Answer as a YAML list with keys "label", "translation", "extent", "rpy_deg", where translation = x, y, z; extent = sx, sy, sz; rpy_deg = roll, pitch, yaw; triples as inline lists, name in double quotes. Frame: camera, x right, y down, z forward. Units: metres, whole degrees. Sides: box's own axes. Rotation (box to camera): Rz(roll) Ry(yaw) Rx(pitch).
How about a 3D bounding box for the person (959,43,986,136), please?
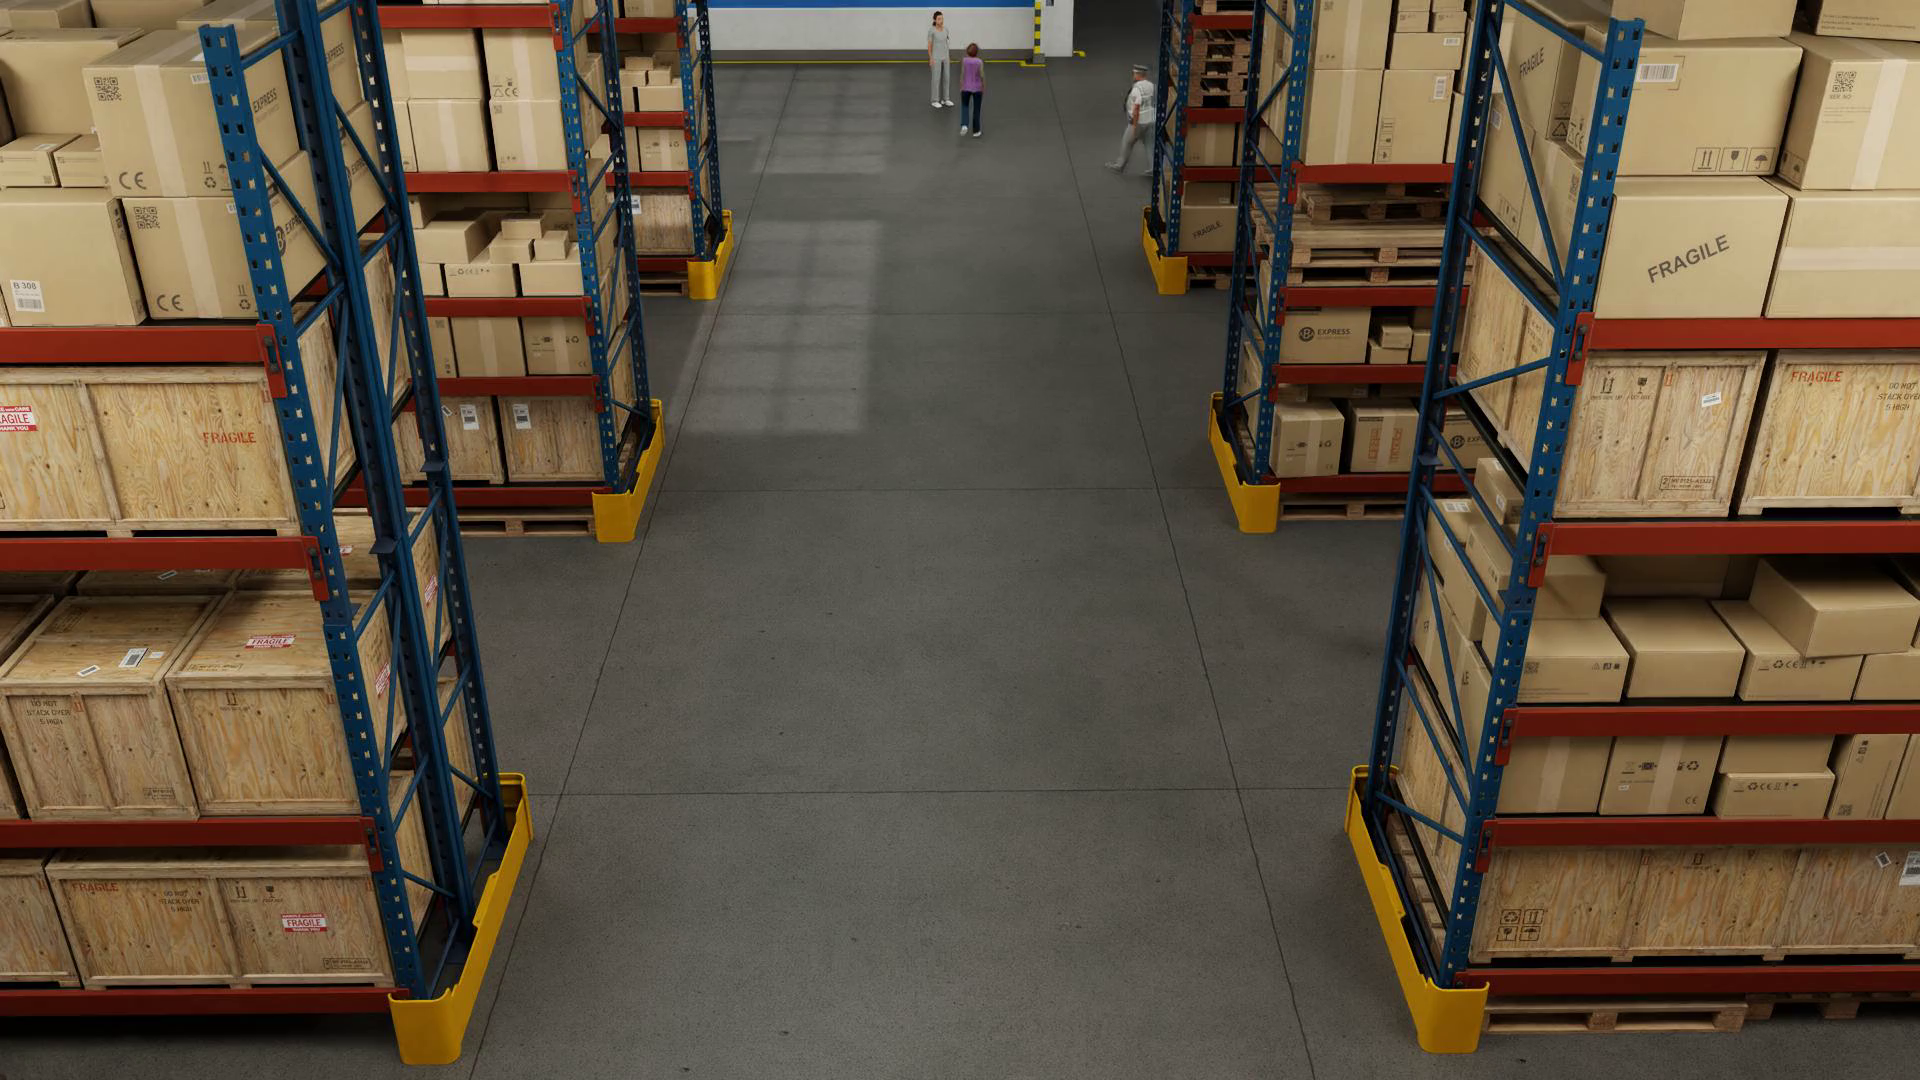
- label: "person"
  translation: [0.219, -7.638, 28.246]
  extent: [0.455, 1.603, 0.504]
  rpy_deg: [5, 29, 9]

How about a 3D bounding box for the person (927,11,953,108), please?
- label: "person"
  translation: [-0.359, -8.764, 30.309]
  extent: [0.434, 1.670, 0.407]
  rpy_deg: [-18, 33, -29]

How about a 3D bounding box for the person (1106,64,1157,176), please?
- label: "person"
  translation: [2.772, -6.609, 26.193]
  extent: [0.885, 1.717, 0.565]
  rpy_deg: [24, 37, 38]
